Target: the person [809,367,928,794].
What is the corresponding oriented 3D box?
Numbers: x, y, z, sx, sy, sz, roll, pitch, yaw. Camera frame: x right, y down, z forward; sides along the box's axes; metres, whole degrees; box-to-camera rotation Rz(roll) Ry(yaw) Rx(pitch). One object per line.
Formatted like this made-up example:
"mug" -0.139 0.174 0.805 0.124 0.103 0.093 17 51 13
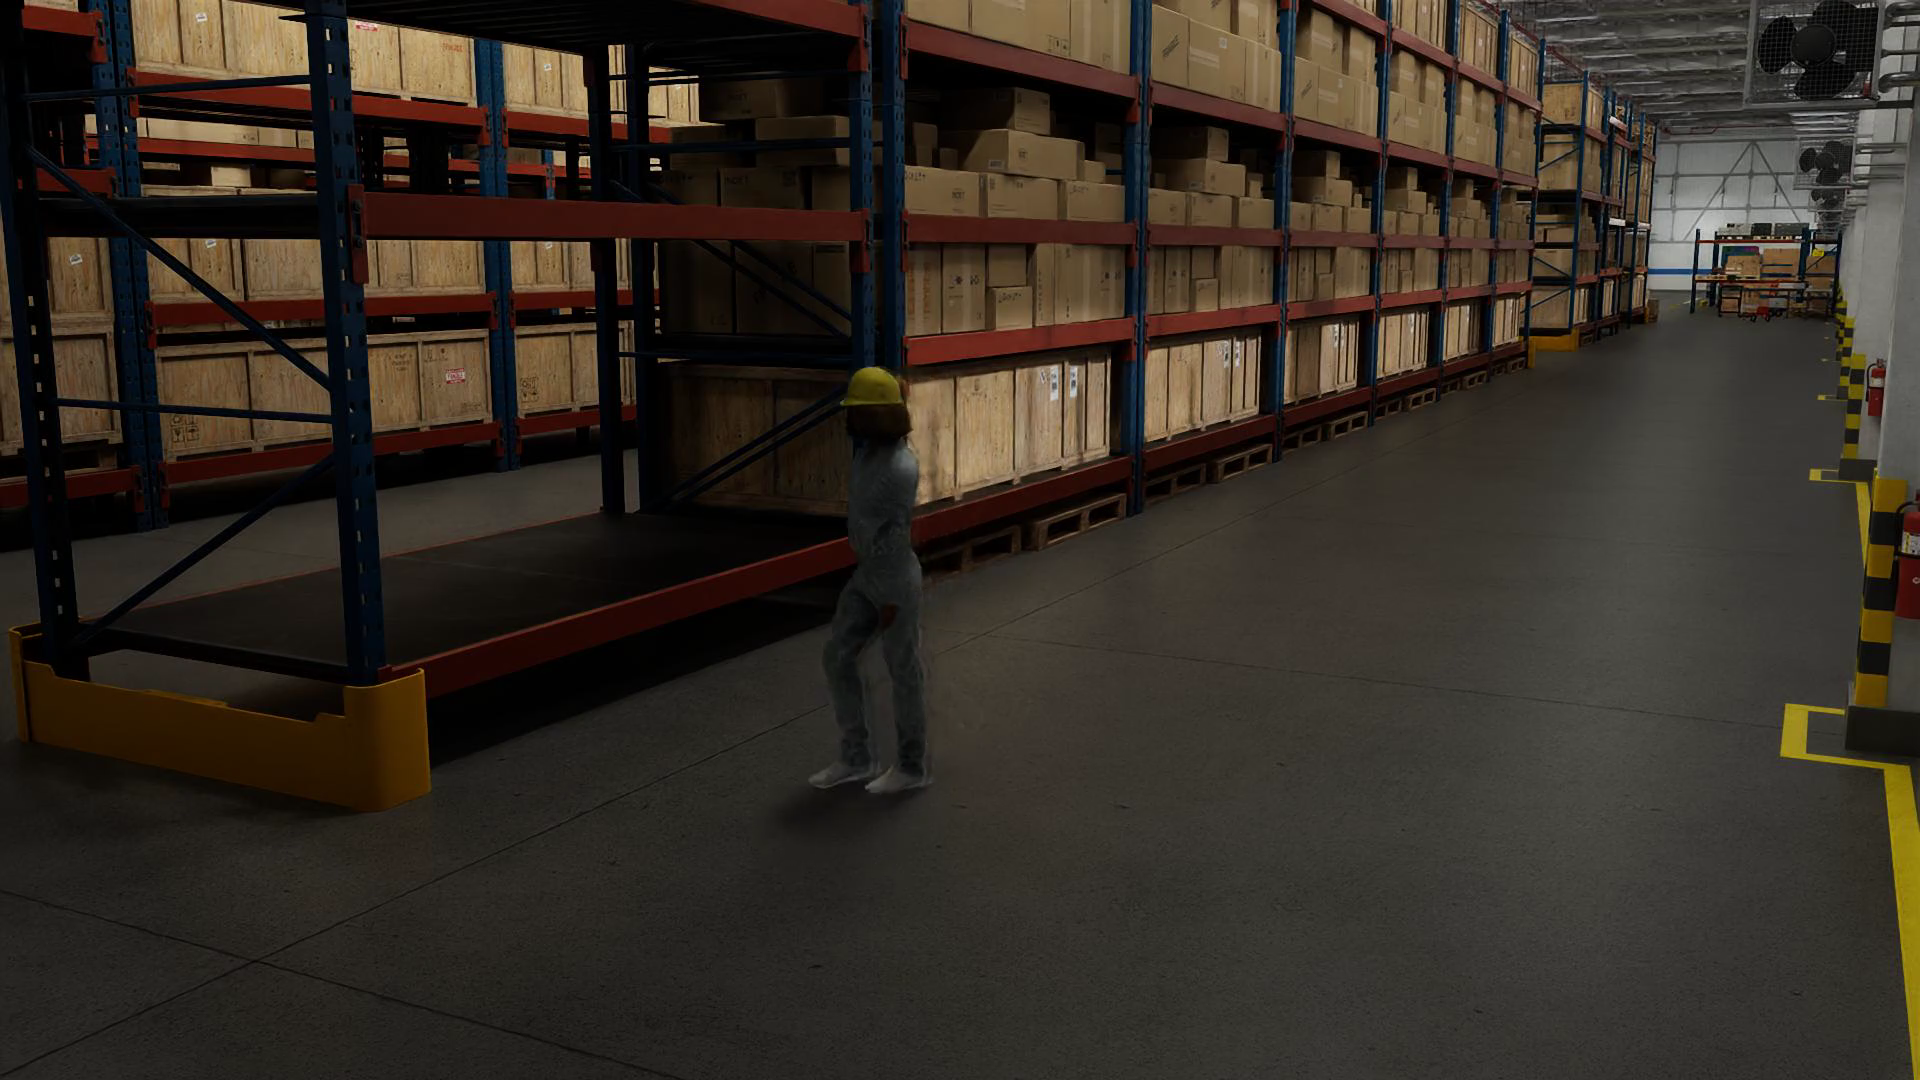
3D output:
"person" -0.386 0.180 6.610 0.592 1.723 0.507 -5 11 -27
